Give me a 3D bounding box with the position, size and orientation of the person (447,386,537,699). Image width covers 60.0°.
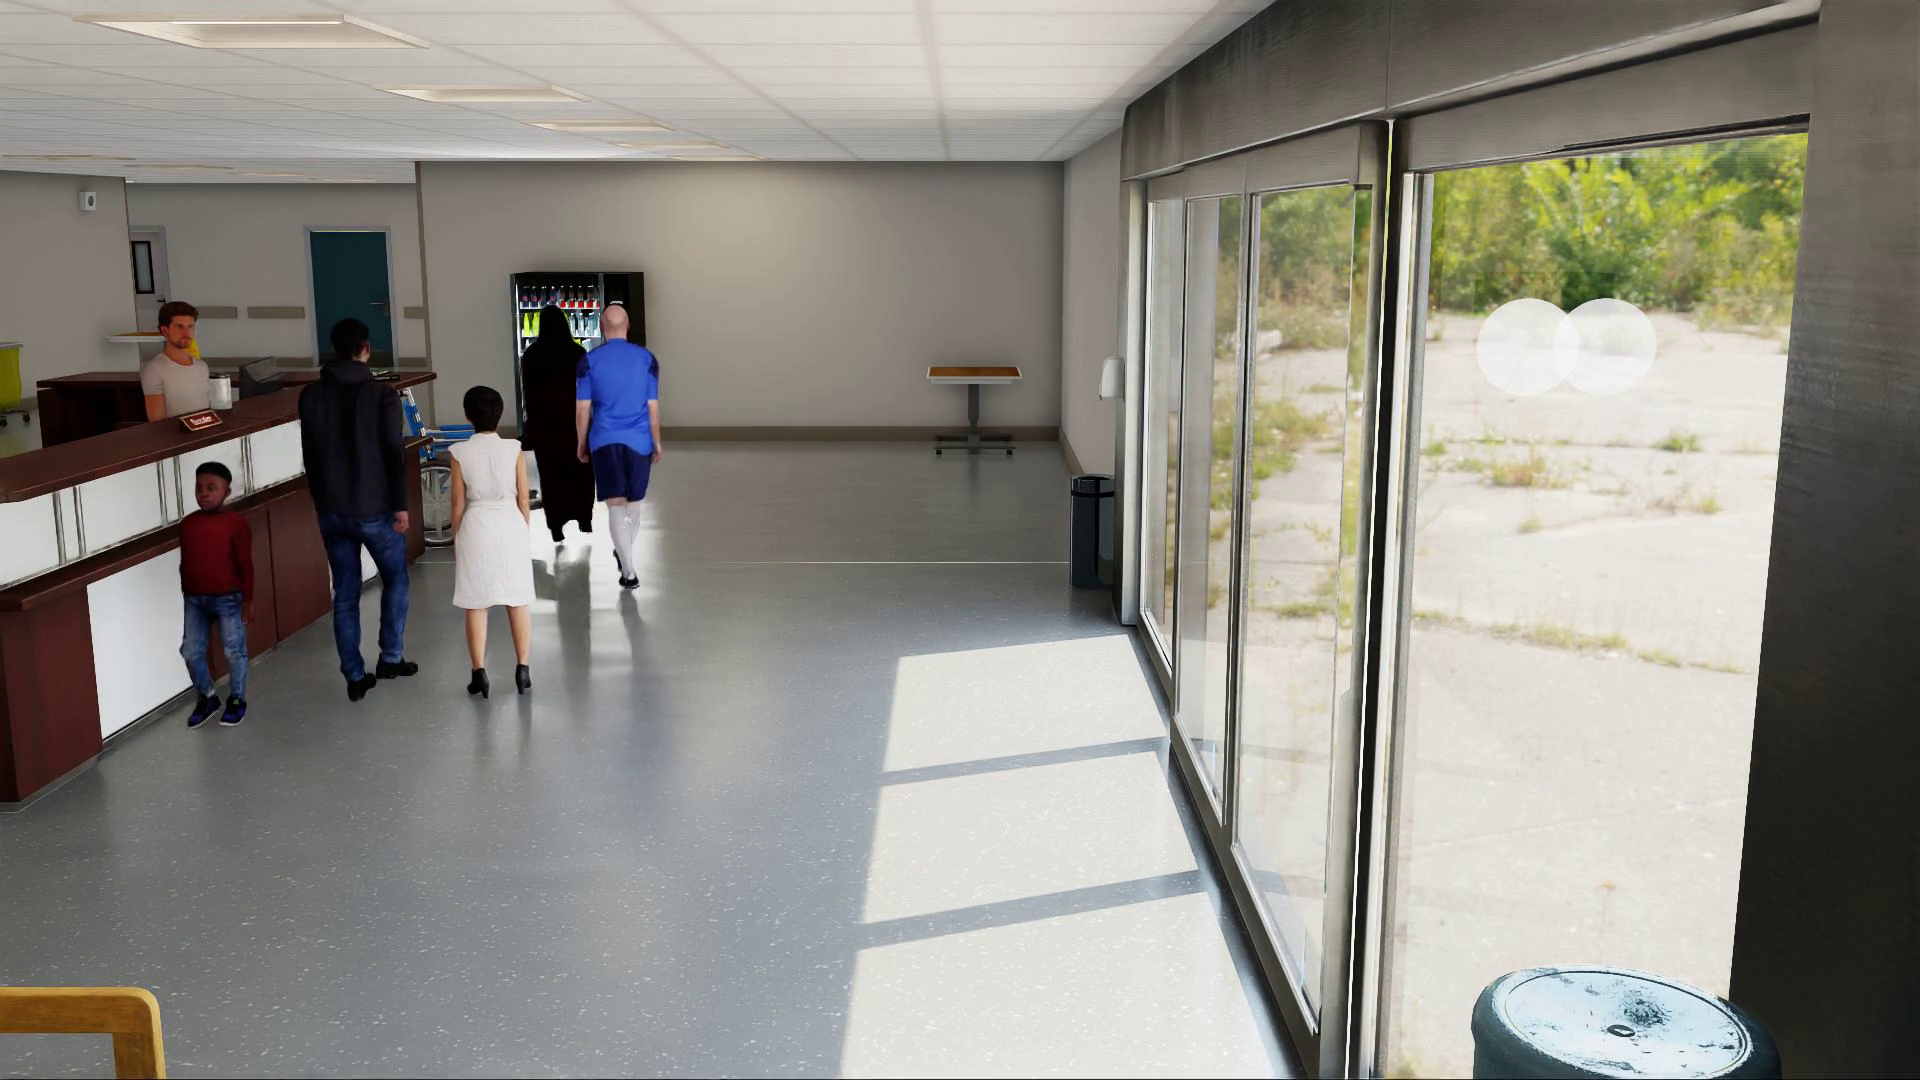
[{"bbox_3d":[-2.320,0.006,8.276,0.569,1.553,0.688,-4,12,-21],"label":"person"}]

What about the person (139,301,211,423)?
[{"bbox_3d":[-4.589,-0.460,9.818,0.653,1.893,0.715,3,11,14],"label":"person"}]

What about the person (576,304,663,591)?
[{"bbox_3d":[-2.147,-0.552,10.582,1.228,1.790,1.054,-4,12,-22],"label":"person"}]

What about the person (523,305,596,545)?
[{"bbox_3d":[-2.935,-0.822,12.150,0.642,1.736,0.766,-2,11,-8],"label":"person"}]

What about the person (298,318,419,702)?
[{"bbox_3d":[-3.001,-0.130,8.145,0.602,1.870,0.755,0,11,-1],"label":"person"}]

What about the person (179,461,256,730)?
[{"bbox_3d":[-3.478,0.244,7.841,0.425,1.248,0.577,1,11,3],"label":"person"}]
